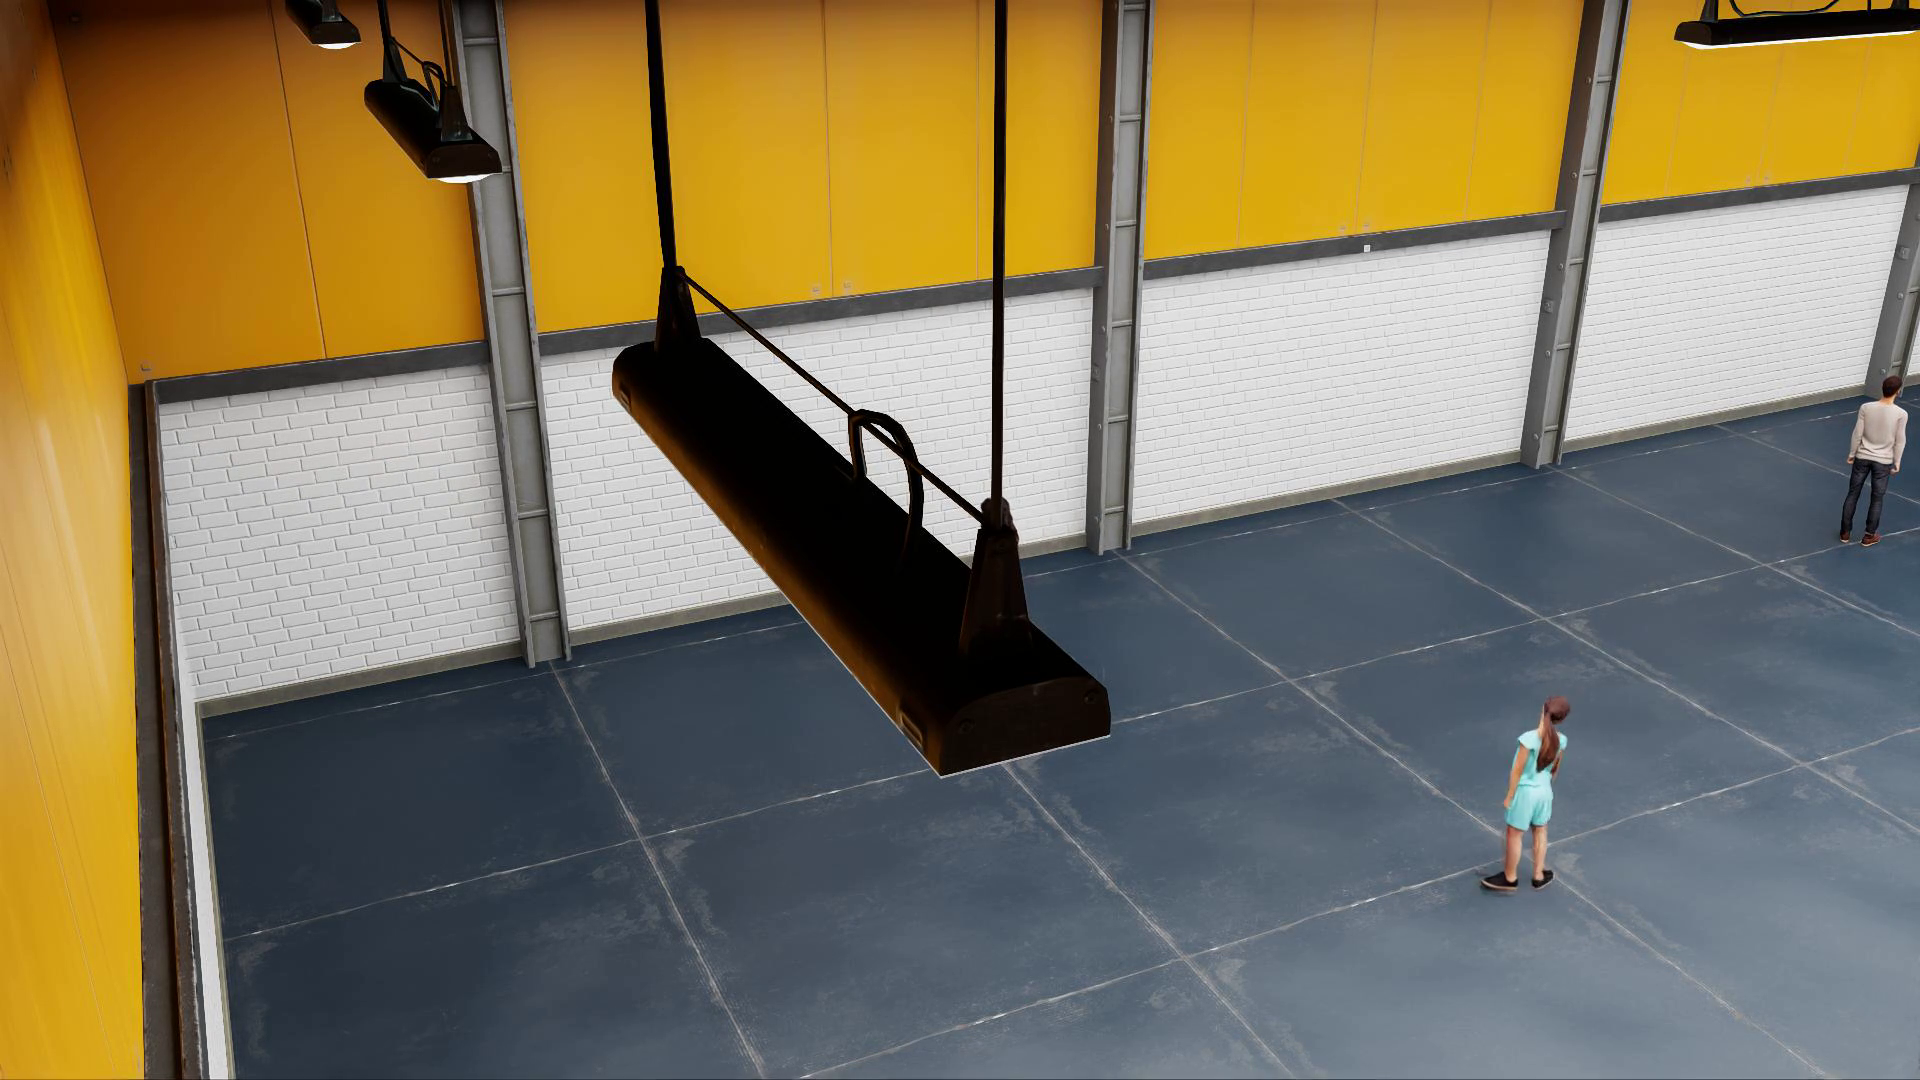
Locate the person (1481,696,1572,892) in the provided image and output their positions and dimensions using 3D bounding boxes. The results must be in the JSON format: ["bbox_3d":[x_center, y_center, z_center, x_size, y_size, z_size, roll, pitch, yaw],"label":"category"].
[{"bbox_3d":[4.052,1.828,11.892,0.506,1.538,0.786,-15,28,-31],"label":"person"}]

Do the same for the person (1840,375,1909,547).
[{"bbox_3d":[9.669,-0.849,17.607,0.739,1.866,0.714,18,30,36],"label":"person"}]

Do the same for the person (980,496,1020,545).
[{"bbox_3d":[0.340,0.354,15.158,0.734,1.623,0.659,12,27,26],"label":"person"}]
